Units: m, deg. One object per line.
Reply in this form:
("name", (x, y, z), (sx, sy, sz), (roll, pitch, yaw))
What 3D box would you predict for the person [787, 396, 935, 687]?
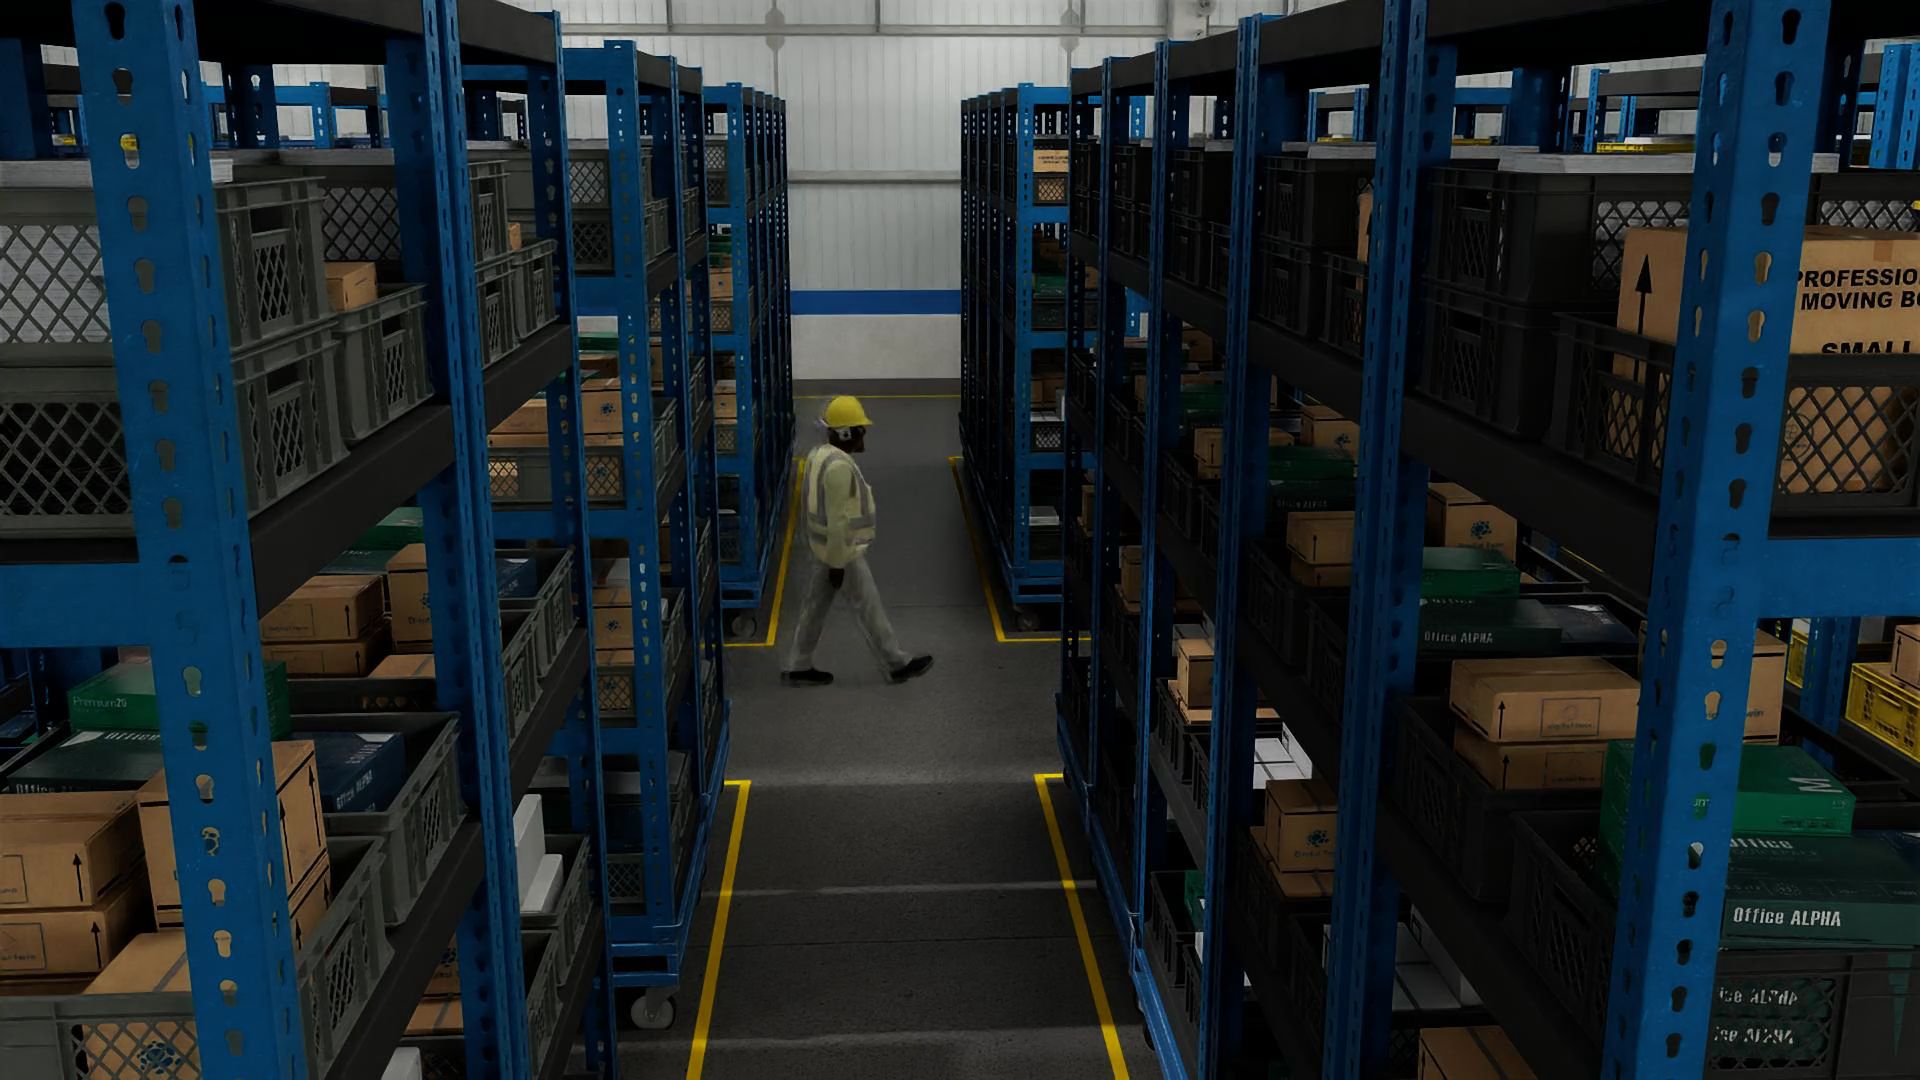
("person", (-0.640, 0.020, 9.984), (0.914, 1.781, 0.617), (-3, 14, -13))
